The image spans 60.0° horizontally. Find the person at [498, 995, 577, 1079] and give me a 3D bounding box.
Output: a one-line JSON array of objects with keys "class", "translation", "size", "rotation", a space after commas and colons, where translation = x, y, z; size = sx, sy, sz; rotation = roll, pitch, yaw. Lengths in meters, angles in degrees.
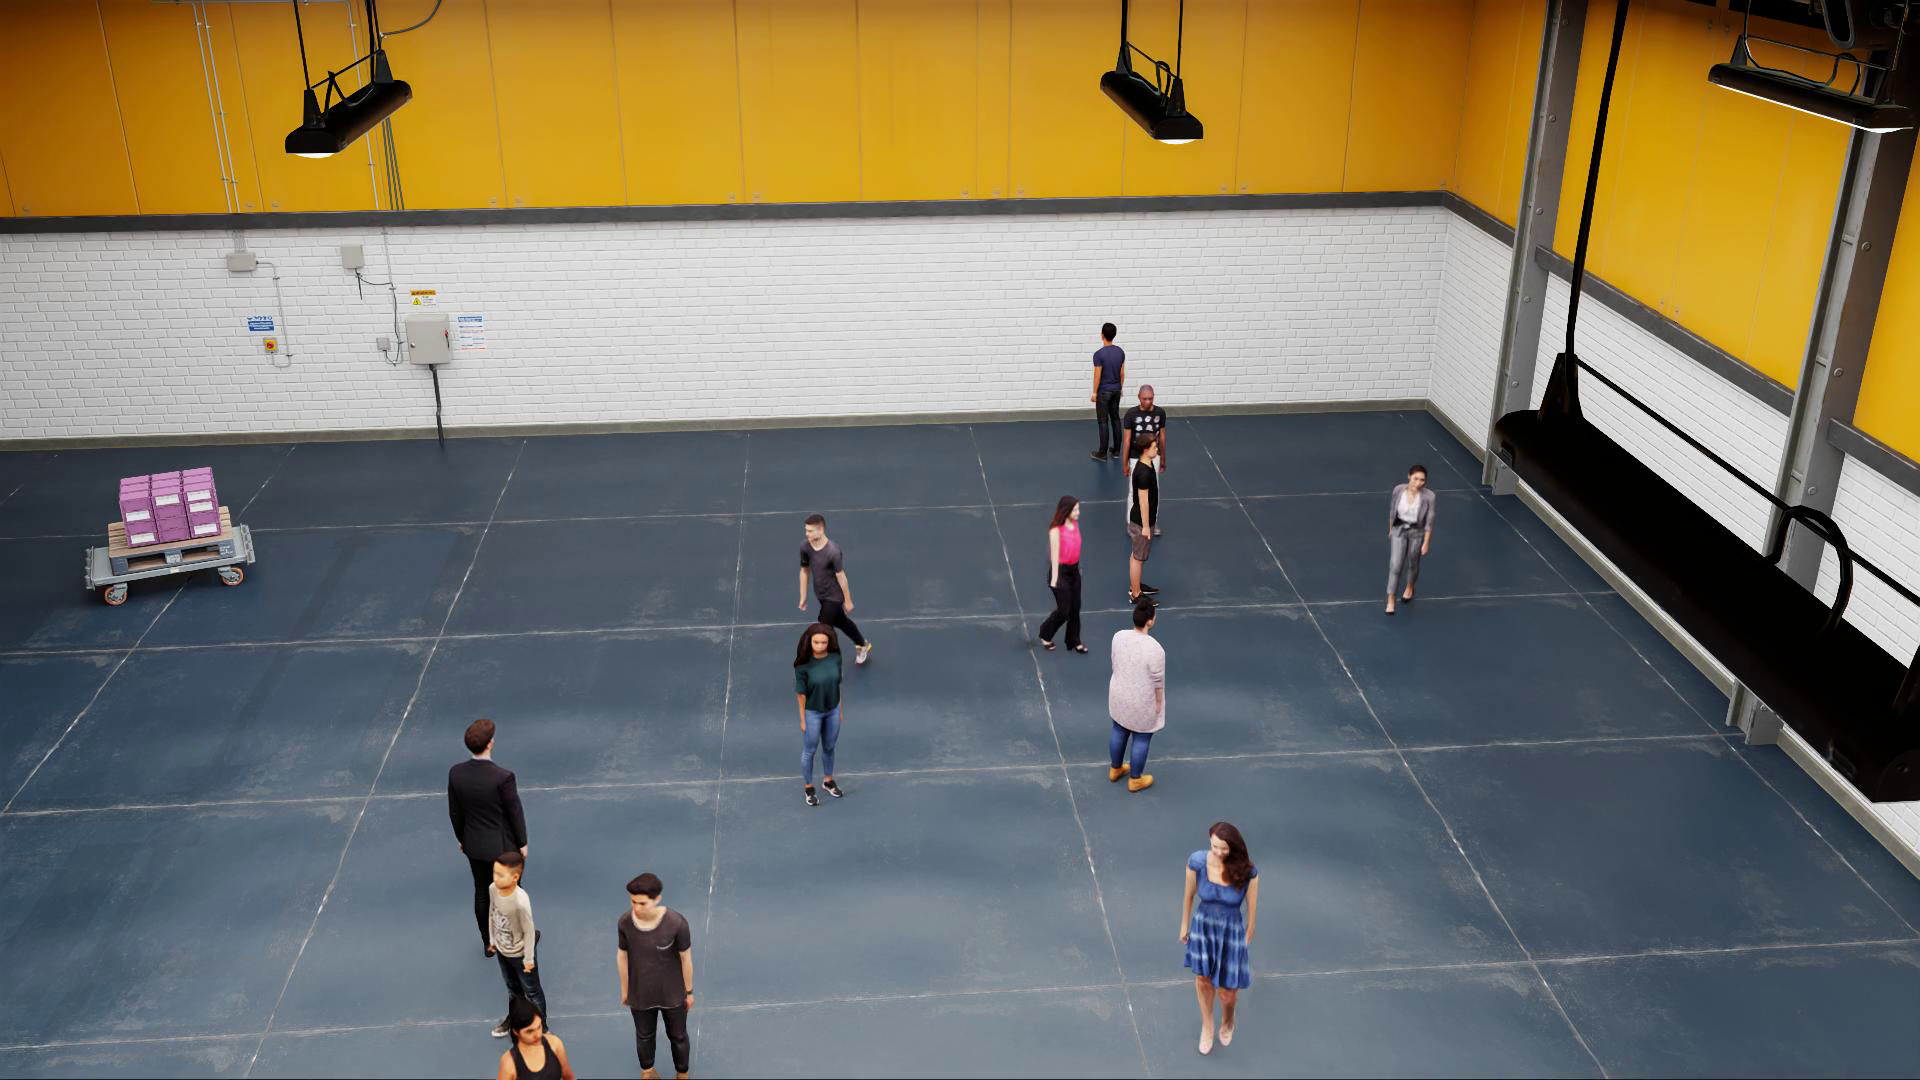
[{"class": "person", "translation": [-2.471, 3.299, 9.543], "size": [1.085, 1.622, 1.066], "rotation": [16, 28, 32]}]

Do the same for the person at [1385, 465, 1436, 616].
[{"class": "person", "translation": [4.653, -0.049, 17.193], "size": [0.927, 1.629, 1.067], "rotation": [15, 28, 30]}]

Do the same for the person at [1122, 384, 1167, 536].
[{"class": "person", "translation": [2.101, -0.930, 18.993], "size": [0.667, 1.801, 0.618], "rotation": [-4, 24, -8]}]

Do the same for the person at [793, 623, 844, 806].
[{"class": "person", "translation": [-1.163, 1.418, 13.853], "size": [0.690, 1.615, 0.714], "rotation": [-13, 27, -28]}]

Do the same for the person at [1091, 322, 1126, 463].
[{"class": "person", "translation": [1.892, -1.892, 21.208], "size": [0.720, 1.790, 0.691], "rotation": [-14, 27, -29]}]

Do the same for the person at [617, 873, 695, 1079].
[{"class": "person", "translation": [-1.915, 2.817, 10.533], "size": [0.658, 1.712, 0.587], "rotation": [2, 24, 4]}]

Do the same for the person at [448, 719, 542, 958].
[{"class": "person", "translation": [-3.343, 2.138, 11.860], "size": [0.751, 1.892, 0.699], "rotation": [4, 24, 9]}]

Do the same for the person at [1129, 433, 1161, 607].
[{"class": "person", "translation": [1.903, -0.240, 17.337], "size": [0.777, 1.863, 0.591], "rotation": [3, 24, 6]}]

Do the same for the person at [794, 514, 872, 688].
[{"class": "person", "translation": [-1.155, 0.538, 15.765], "size": [1.222, 1.697, 1.236], "rotation": [19, 30, 37]}]

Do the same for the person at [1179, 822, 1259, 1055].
[{"class": "person", "translation": [1.711, 2.591, 10.948], "size": [0.783, 1.793, 0.831], "rotation": [9, 25, 21]}]

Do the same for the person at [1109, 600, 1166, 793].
[{"class": "person", "translation": [1.462, 1.295, 13.975], "size": [0.790, 1.744, 0.857], "rotation": [20, 31, 38]}]

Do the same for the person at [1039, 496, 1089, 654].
[{"class": "person", "translation": [0.991, 0.349, 16.252], "size": [0.854, 1.653, 0.793], "rotation": [16, 28, 32]}]

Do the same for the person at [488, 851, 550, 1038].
[{"class": "person", "translation": [-2.954, 2.707, 11.092], "size": [0.637, 1.465, 0.686], "rotation": [16, 29, 33]}]
